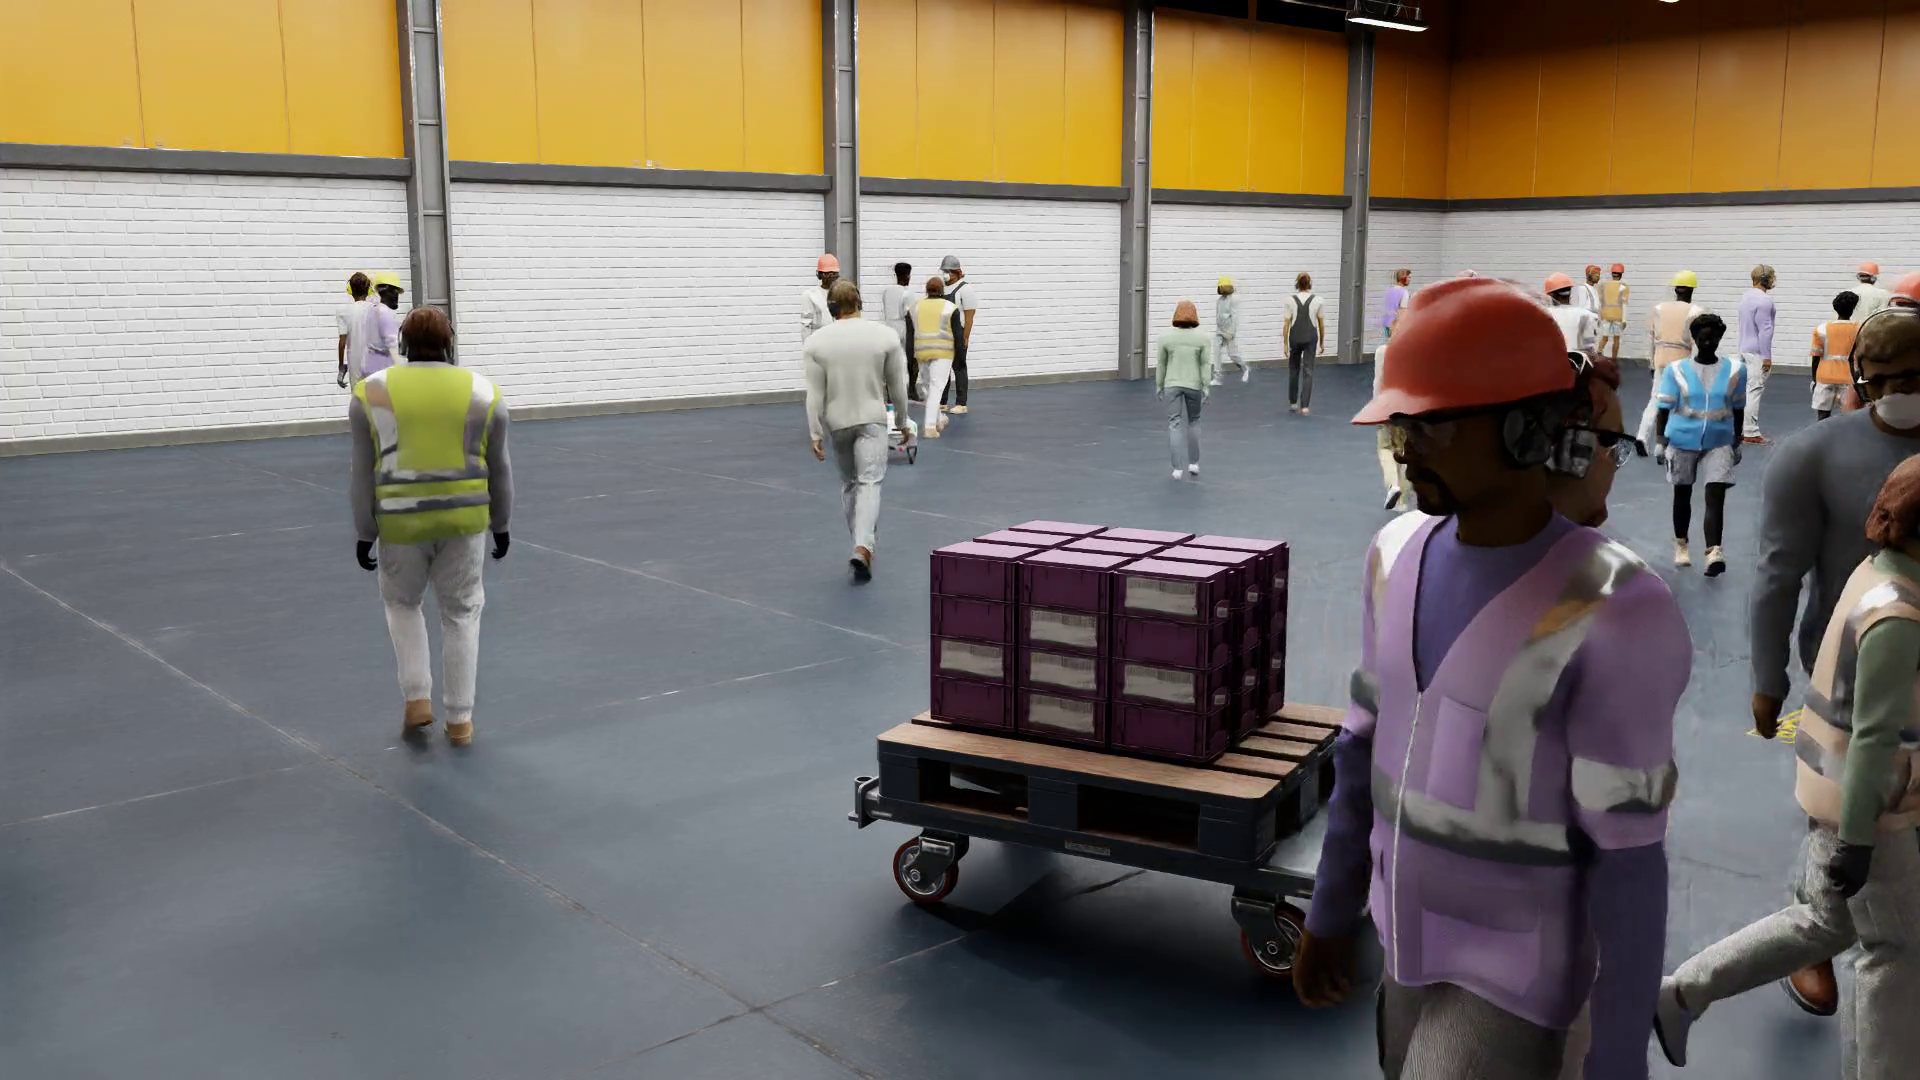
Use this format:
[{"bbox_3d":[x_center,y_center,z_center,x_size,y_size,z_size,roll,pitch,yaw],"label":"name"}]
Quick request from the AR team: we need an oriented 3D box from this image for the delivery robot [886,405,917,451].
[{"bbox_3d":[-0.640,-1.093,16.411,0.477,0.478,0.707,-2,10,-12],"label":"delivery robot"}]

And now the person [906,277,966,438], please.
[{"bbox_3d":[-0.265,-2.058,18.755,0.632,1.785,1.010,4,10,20],"label":"person"}]

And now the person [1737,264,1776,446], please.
[{"bbox_3d":[8.555,-1.986,17.868,0.372,1.940,0.631,1,10,4],"label":"person"}]

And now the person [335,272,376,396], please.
[{"bbox_3d":[-5.792,-1.663,16.175,0.526,1.869,0.315,-6,11,-32],"label":"person"}]

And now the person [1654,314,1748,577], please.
[{"bbox_3d":[4.696,-0.599,10.560,0.553,1.648,0.861,3,10,17],"label":"person"}]

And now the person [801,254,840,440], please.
[{"bbox_3d":[-1.436,-2.106,18.262,0.612,2.041,0.394,-5,11,-28],"label":"person"}]

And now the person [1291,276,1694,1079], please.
[{"bbox_3d":[0.803,0.605,2.536,0.966,2.007,0.621,-3,10,-19],"label":"person"}]

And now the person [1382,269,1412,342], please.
[{"bbox_3d":[6.840,-3.272,25.738,0.576,1.826,0.566,-3,10,-17],"label":"person"}]

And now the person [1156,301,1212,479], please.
[{"bbox_3d":[2.051,-1.388,15.308,0.507,1.607,0.681,1,10,7],"label":"person"}]

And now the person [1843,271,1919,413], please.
[{"bbox_3d":[5.266,-0.513,9.262,1.048,1.939,0.603,-4,11,-24],"label":"person"}]

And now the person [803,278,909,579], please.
[{"bbox_3d":[-0.678,-0.721,10.627,0.649,1.891,1.023,1,10,5],"label":"person"}]

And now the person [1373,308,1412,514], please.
[{"bbox_3d":[3.473,-0.997,13.011,0.506,1.621,0.407,0,10,1],"label":"person"}]

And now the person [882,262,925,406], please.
[{"bbox_3d":[-0.762,-2.790,22.563,0.612,1.942,0.681,8,13,39],"label":"person"}]

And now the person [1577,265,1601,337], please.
[{"bbox_3d":[9.686,-3.287,25.658,0.356,1.878,0.572,7,12,35],"label":"person"}]

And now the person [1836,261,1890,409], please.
[{"bbox_3d":[11.898,-2.698,22.000,0.937,1.962,0.606,-5,11,-28],"label":"person"}]

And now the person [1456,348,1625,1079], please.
[{"bbox_3d":[0.855,0.616,2.809,0.619,1.881,0.649,1,10,7],"label":"person"}]

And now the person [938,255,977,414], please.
[{"bbox_3d":[-0.151,-2.649,21.452,0.684,2.000,0.538,9,13,41],"label":"person"}]

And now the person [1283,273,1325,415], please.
[{"bbox_3d":[4.432,-2.531,21.456,0.535,1.799,0.955,2,10,12],"label":"person"}]

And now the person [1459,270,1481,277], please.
[{"bbox_3d":[4.592,-1.493,15.097,0.399,1.900,0.642,-8,12,-38],"label":"person"}]

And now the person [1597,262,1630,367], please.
[{"bbox_3d":[11.609,-3.982,29.627,0.553,1.915,0.746,8,12,38],"label":"person"}]

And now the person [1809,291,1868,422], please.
[{"bbox_3d":[8.281,-1.489,15.660,0.531,1.698,0.320,7,12,34],"label":"person"}]

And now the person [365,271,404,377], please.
[{"bbox_3d":[-5.232,-1.547,15.484,0.951,1.866,0.641,-5,11,-27],"label":"person"}]

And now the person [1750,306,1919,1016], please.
[{"bbox_3d":[2.384,0.367,4.218,0.701,1.910,0.428,0,10,2],"label":"person"}]

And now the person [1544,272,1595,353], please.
[{"bbox_3d":[5.527,-1.510,15.253,0.553,1.888,0.960,3,10,15],"label":"person"}]

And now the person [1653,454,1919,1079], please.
[{"bbox_3d":[1.955,0.585,3.745,0.688,1.613,0.555,5,11,26],"label":"person"}]

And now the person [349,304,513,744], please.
[{"bbox_3d":[-2.189,-0.062,6.932,0.650,1.822,0.519,-4,10,-21],"label":"person"}]

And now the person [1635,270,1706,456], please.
[{"bbox_3d":[7.205,-1.783,16.846,0.933,1.896,0.598,-9,13,-43],"label":"person"}]

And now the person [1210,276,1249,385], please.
[{"bbox_3d":[4.221,-3.284,26.096,0.686,1.718,0.491,-7,12,-37],"label":"person"}]
